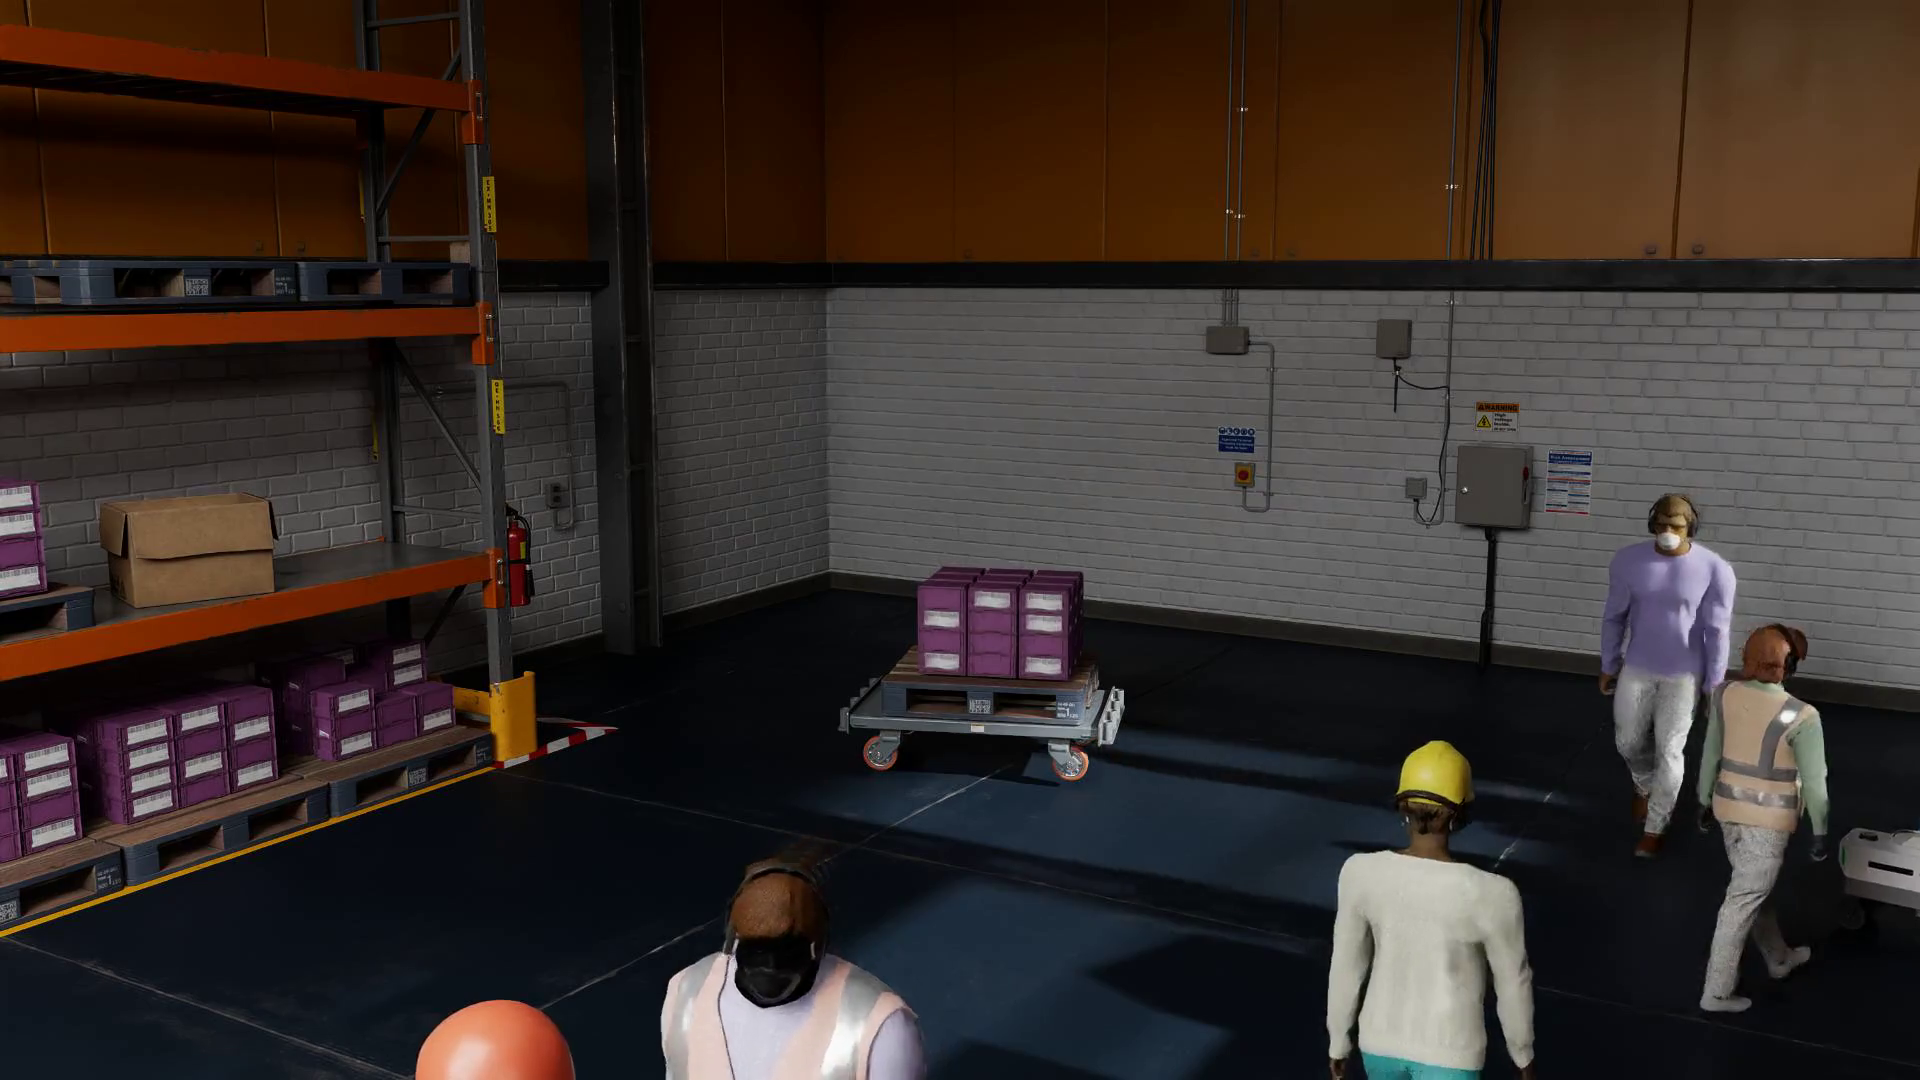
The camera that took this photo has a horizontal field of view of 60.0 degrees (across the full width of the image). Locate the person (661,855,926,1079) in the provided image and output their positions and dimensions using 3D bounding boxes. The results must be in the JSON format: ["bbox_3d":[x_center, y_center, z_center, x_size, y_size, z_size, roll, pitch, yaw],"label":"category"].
[{"bbox_3d":[-0.382,1.561,3.573,0.643,1.812,0.614,3,9,16],"label":"person"}]

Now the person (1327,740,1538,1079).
[{"bbox_3d":[1.336,1.424,4.733,0.534,1.720,0.893,7,12,39],"label":"person"}]

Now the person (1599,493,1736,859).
[{"bbox_3d":[3.702,0.686,8.727,0.643,1.919,0.536,7,11,37],"label":"person"}]

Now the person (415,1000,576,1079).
[{"bbox_3d":[-0.671,1.641,2.515,0.611,1.996,0.378,-7,11,-37],"label":"person"}]

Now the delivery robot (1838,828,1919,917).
[{"bbox_3d":[4.402,1.505,7.557,0.707,0.478,0.477,8,12,41],"label":"delivery robot"}]

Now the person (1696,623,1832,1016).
[{"bbox_3d":[3.369,1.138,6.839,0.787,1.602,0.542,-3,10,-20],"label":"person"}]
